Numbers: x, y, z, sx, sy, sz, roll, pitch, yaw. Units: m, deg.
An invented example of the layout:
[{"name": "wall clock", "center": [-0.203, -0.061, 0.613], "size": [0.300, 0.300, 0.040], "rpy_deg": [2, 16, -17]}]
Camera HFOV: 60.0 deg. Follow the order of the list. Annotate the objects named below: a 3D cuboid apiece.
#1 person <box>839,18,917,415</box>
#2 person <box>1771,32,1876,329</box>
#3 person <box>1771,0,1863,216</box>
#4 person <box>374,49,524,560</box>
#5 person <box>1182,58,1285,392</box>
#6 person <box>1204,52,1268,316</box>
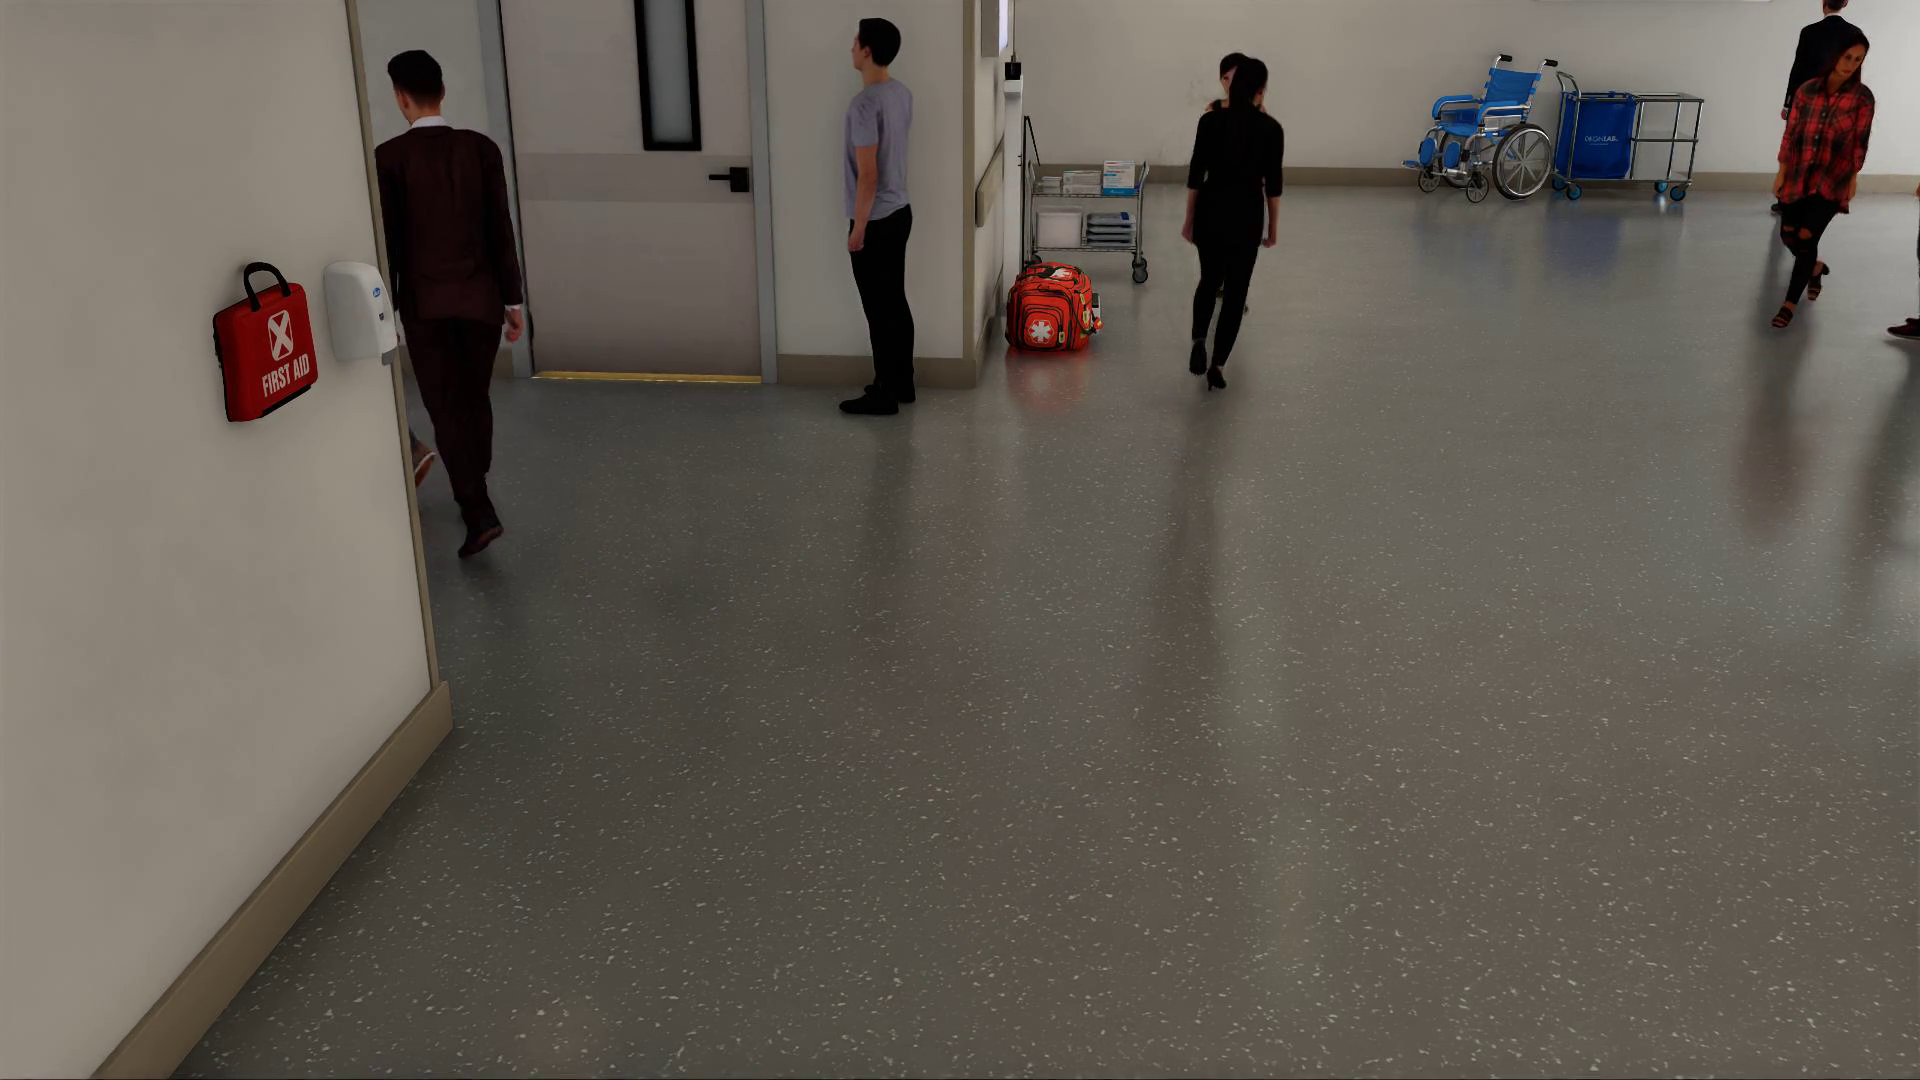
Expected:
[{"name": "person", "center": [-0.377, -1.541, 8.008], "size": [0.787, 1.863, 0.608], "rpy_deg": [9, 22, 22]}, {"name": "person", "center": [5.028, -2.090, 9.725], "size": [1.044, 1.674, 0.961], "rpy_deg": [-18, 27, -39]}, {"name": "person", "center": [6.868, -3.530, 13.329], "size": [0.652, 1.813, 0.565], "rpy_deg": [2, 21, 5]}, {"name": "person", "center": [-1.883, -0.871, 6.246], "size": [1.109, 1.858, 1.251], "rpy_deg": [-13, 24, -31]}, {"name": "person", "center": [1.321, -1.549, 8.344], "size": [0.725, 1.639, 0.761], "rpy_deg": [7, 22, 19]}, {"name": "person", "center": [1.646, -2.147, 10.103], "size": [0.560, 1.512, 1.037], "rpy_deg": [2, 21, 5]}]
